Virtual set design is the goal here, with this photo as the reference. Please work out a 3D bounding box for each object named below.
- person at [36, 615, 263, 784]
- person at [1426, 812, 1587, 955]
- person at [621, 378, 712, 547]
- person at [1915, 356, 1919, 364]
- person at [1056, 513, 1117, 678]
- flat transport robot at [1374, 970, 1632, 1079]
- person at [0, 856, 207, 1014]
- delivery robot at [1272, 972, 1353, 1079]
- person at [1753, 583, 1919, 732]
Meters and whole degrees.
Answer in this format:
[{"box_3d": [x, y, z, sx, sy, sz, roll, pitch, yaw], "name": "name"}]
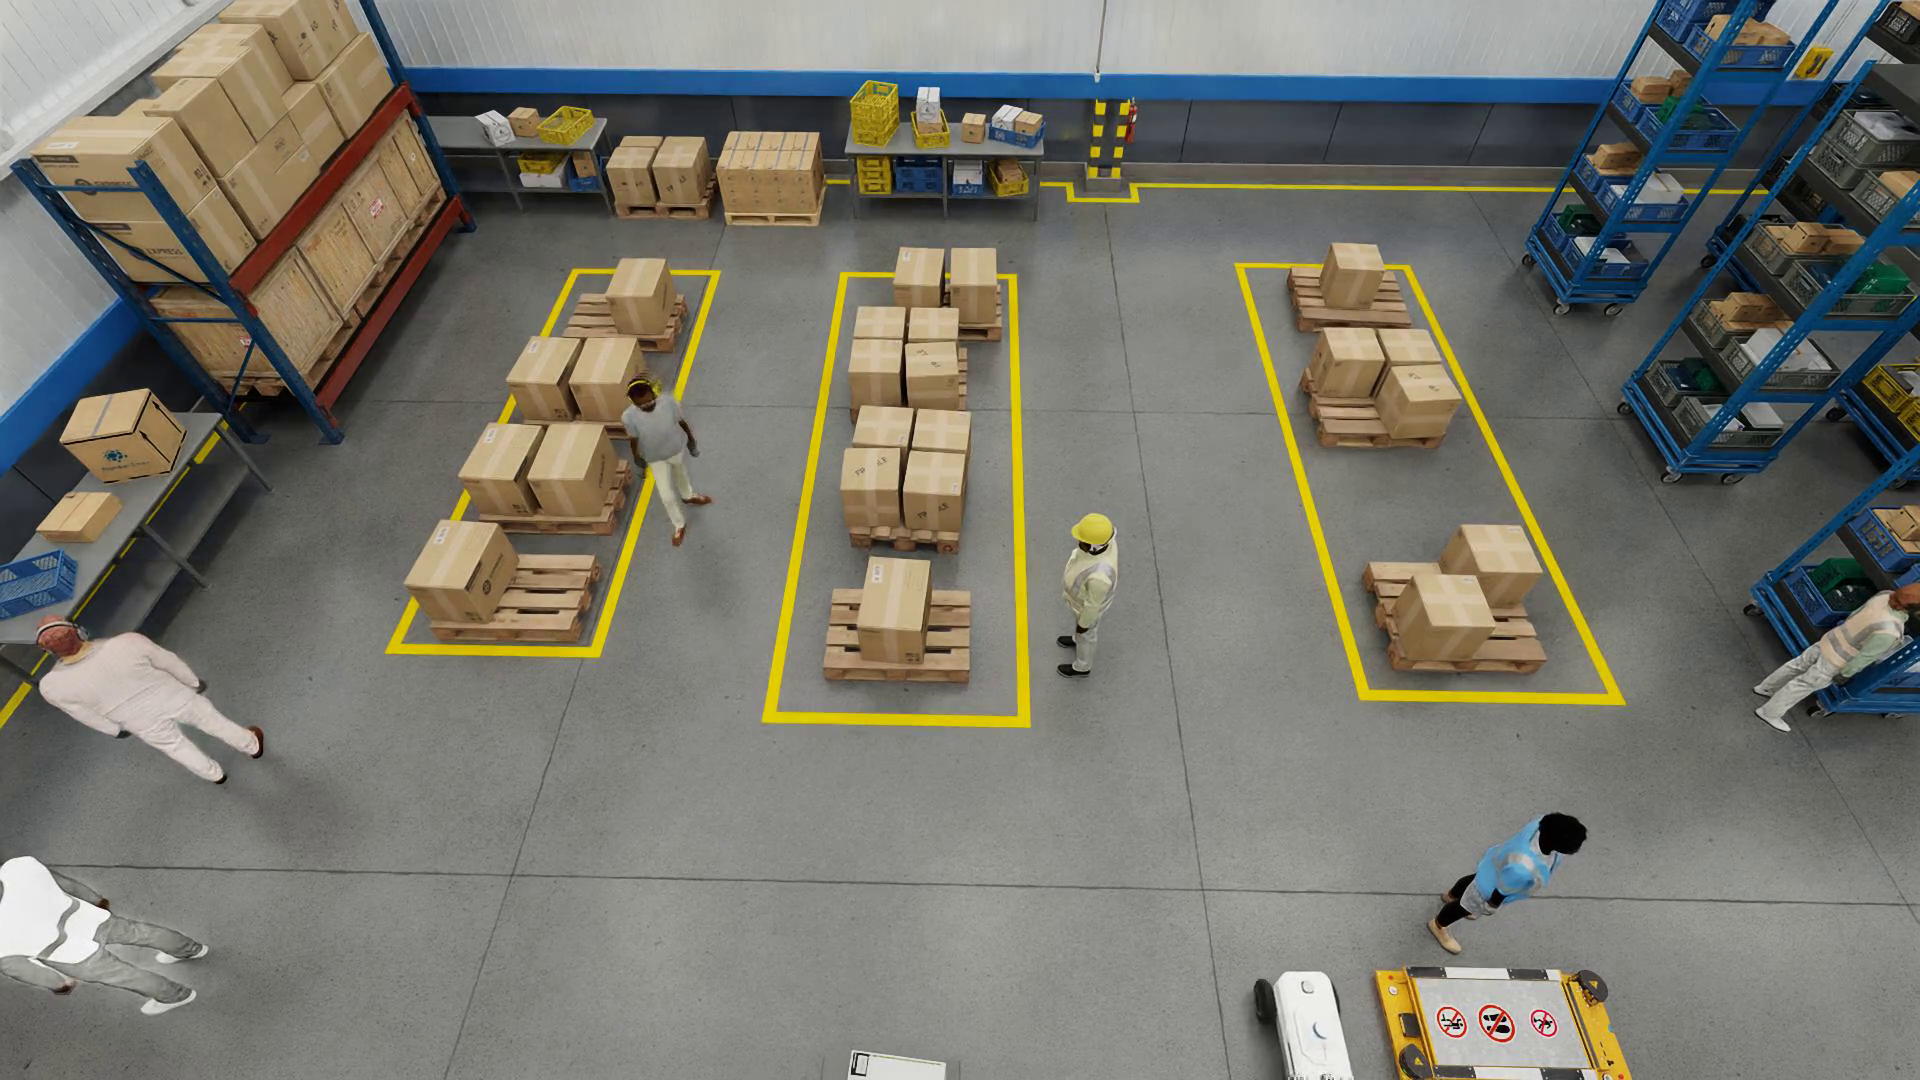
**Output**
[{"box_3d": [-5.744, 1.137, 6.494, 0.400, 1.910, 0.643, 38, 60, 26], "name": "person"}, {"box_3d": [3.444, 2.143, 5.805, 0.318, 1.700, 0.535, 36, 59, 26], "name": "person"}, {"box_3d": [-2.602, -0.773, 8.108, 0.595, 1.832, 0.559, -27, 56, -21], "name": "person"}, {"box_3d": [10.786, -2.494, 9.408, 0.415, 1.985, 0.619, 7, 51, 6], "name": "person"}, {"box_3d": [0.983, 0.432, 7.124, 0.403, 1.825, 0.588, 5, 51, 4], "name": "person"}, {"box_3d": [3.501, 3.133, 5.914, 1.431, 0.197, 0.652, 1, 51, 1], "name": "flat transport robot"}, {"box_3d": [-5.293, 2.377, 5.481, 0.382, 1.912, 0.591, -9, 51, -7], "name": "person"}, {"box_3d": [2.195, 3.094, 5.706, 0.477, 0.478, 0.707, 0, 51, 0], "name": "delivery robot"}, {"box_3d": [6.627, 0.854, 6.894, 0.308, 1.641, 0.517, 23, 55, 18], "name": "person"}]
